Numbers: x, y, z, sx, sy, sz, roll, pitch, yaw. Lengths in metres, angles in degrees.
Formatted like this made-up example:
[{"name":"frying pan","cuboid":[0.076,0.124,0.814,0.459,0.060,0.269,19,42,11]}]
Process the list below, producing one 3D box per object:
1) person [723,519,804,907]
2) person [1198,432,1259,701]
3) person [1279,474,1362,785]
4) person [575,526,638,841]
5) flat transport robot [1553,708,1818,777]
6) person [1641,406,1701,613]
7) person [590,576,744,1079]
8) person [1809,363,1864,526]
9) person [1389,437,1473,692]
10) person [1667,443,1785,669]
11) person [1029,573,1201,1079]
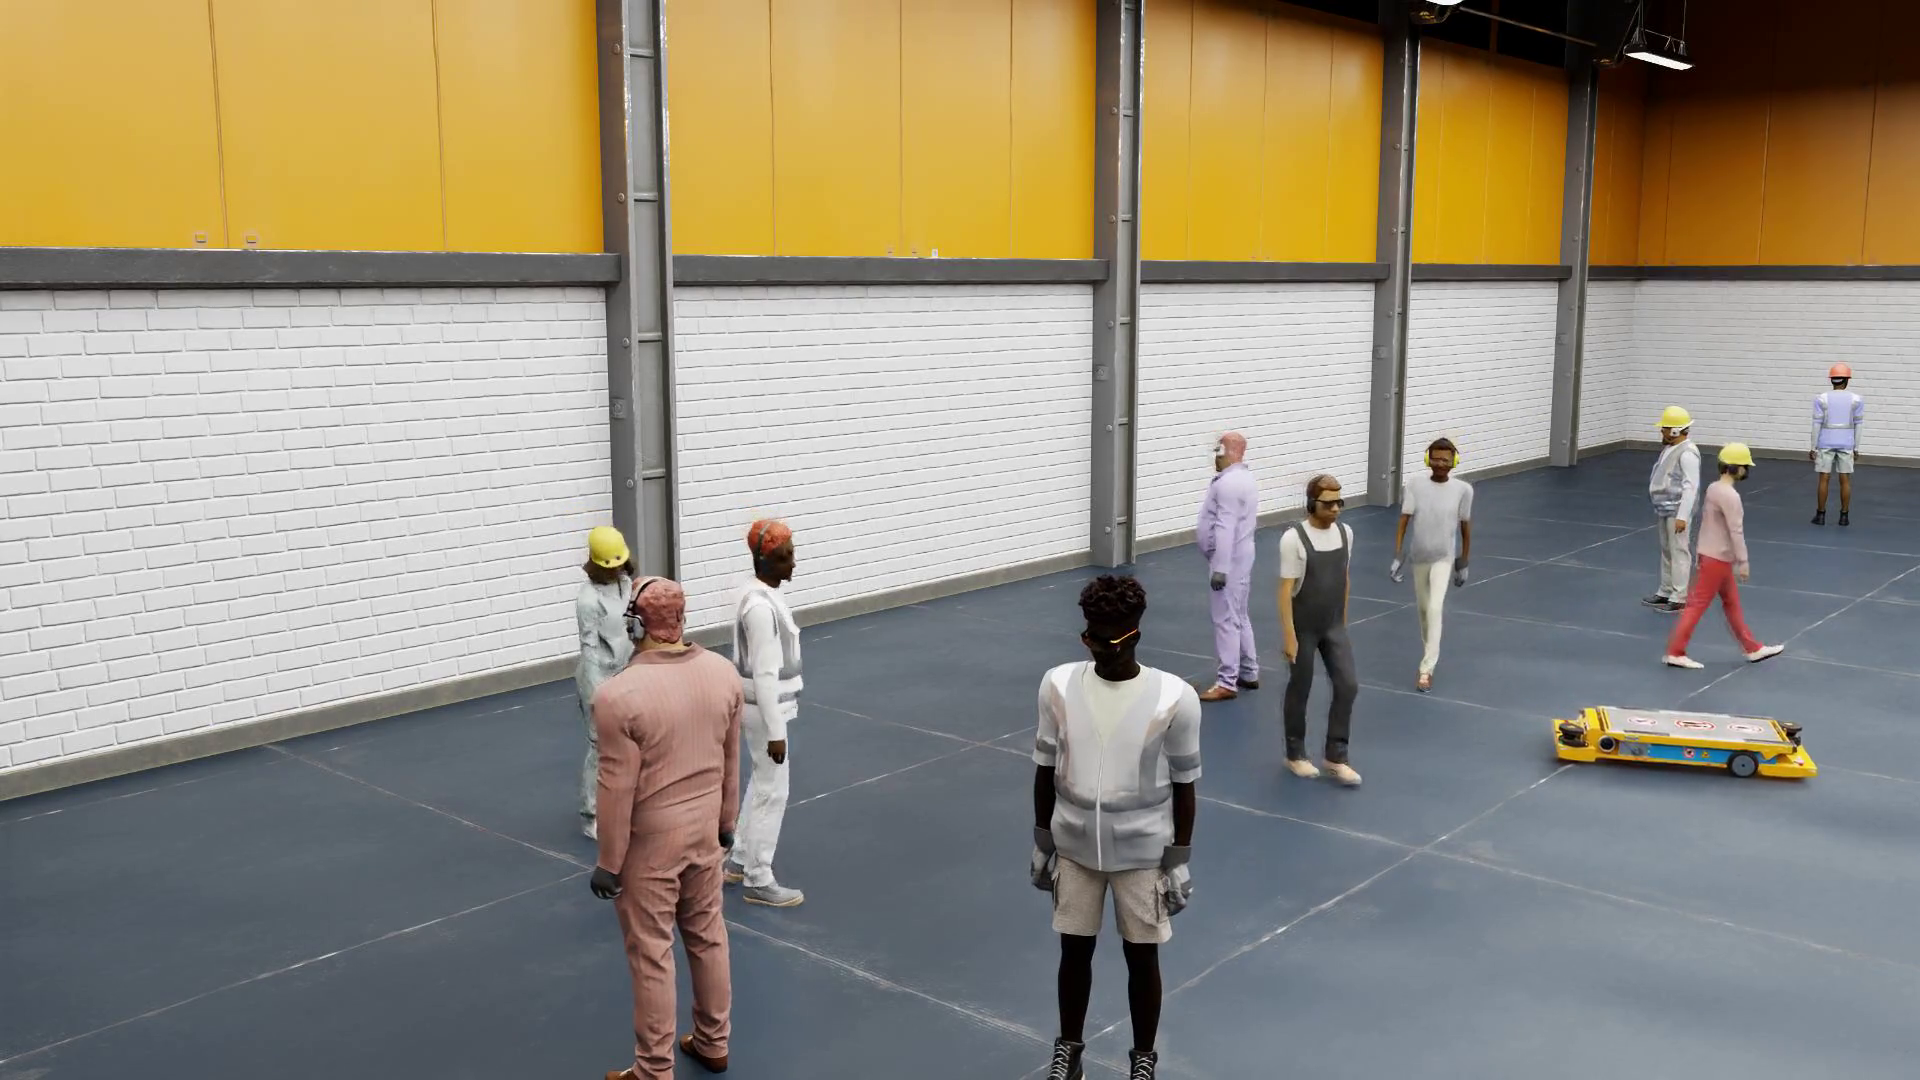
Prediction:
[{"name":"person","cuboid":[-0.966,0.813,7.885,0.451,1.857,0.725,-1,9,-6]},{"name":"person","cuboid":[1.899,0.183,11.760,0.420,1.872,0.735,3,10,19]},{"name":"person","cuboid":[2.125,0.534,9.664,0.544,1.825,0.683,-4,10,-24]},{"name":"person","cuboid":[-1.839,0.748,8.723,0.438,1.700,0.566,3,10,18]},{"name":"flat transport robot","cuboid":[4.422,1.223,10.219,1.431,0.197,0.652,3,9,17]},{"name":"person","cuboid":[6.301,-0.267,14.699,0.404,1.829,0.591,1,9,6]},{"name":"person","cuboid":[-1.084,1.072,6.054,0.407,1.905,0.655,7,12,38]},{"name":"person","cuboid":[10.422,-1.132,19.810,0.543,1.932,0.376,3,10,20]},{"name":"person","cuboid":[3.476,0.138,12.219,0.526,1.820,0.996,4,10,26]},{"name":"person","cuboid":[5.807,0.133,12.520,0.907,1.719,0.557,2,9,10]},{"name":"person","cuboid":[0.530,1.079,5.842,0.600,1.958,0.377,3,10,19]}]
